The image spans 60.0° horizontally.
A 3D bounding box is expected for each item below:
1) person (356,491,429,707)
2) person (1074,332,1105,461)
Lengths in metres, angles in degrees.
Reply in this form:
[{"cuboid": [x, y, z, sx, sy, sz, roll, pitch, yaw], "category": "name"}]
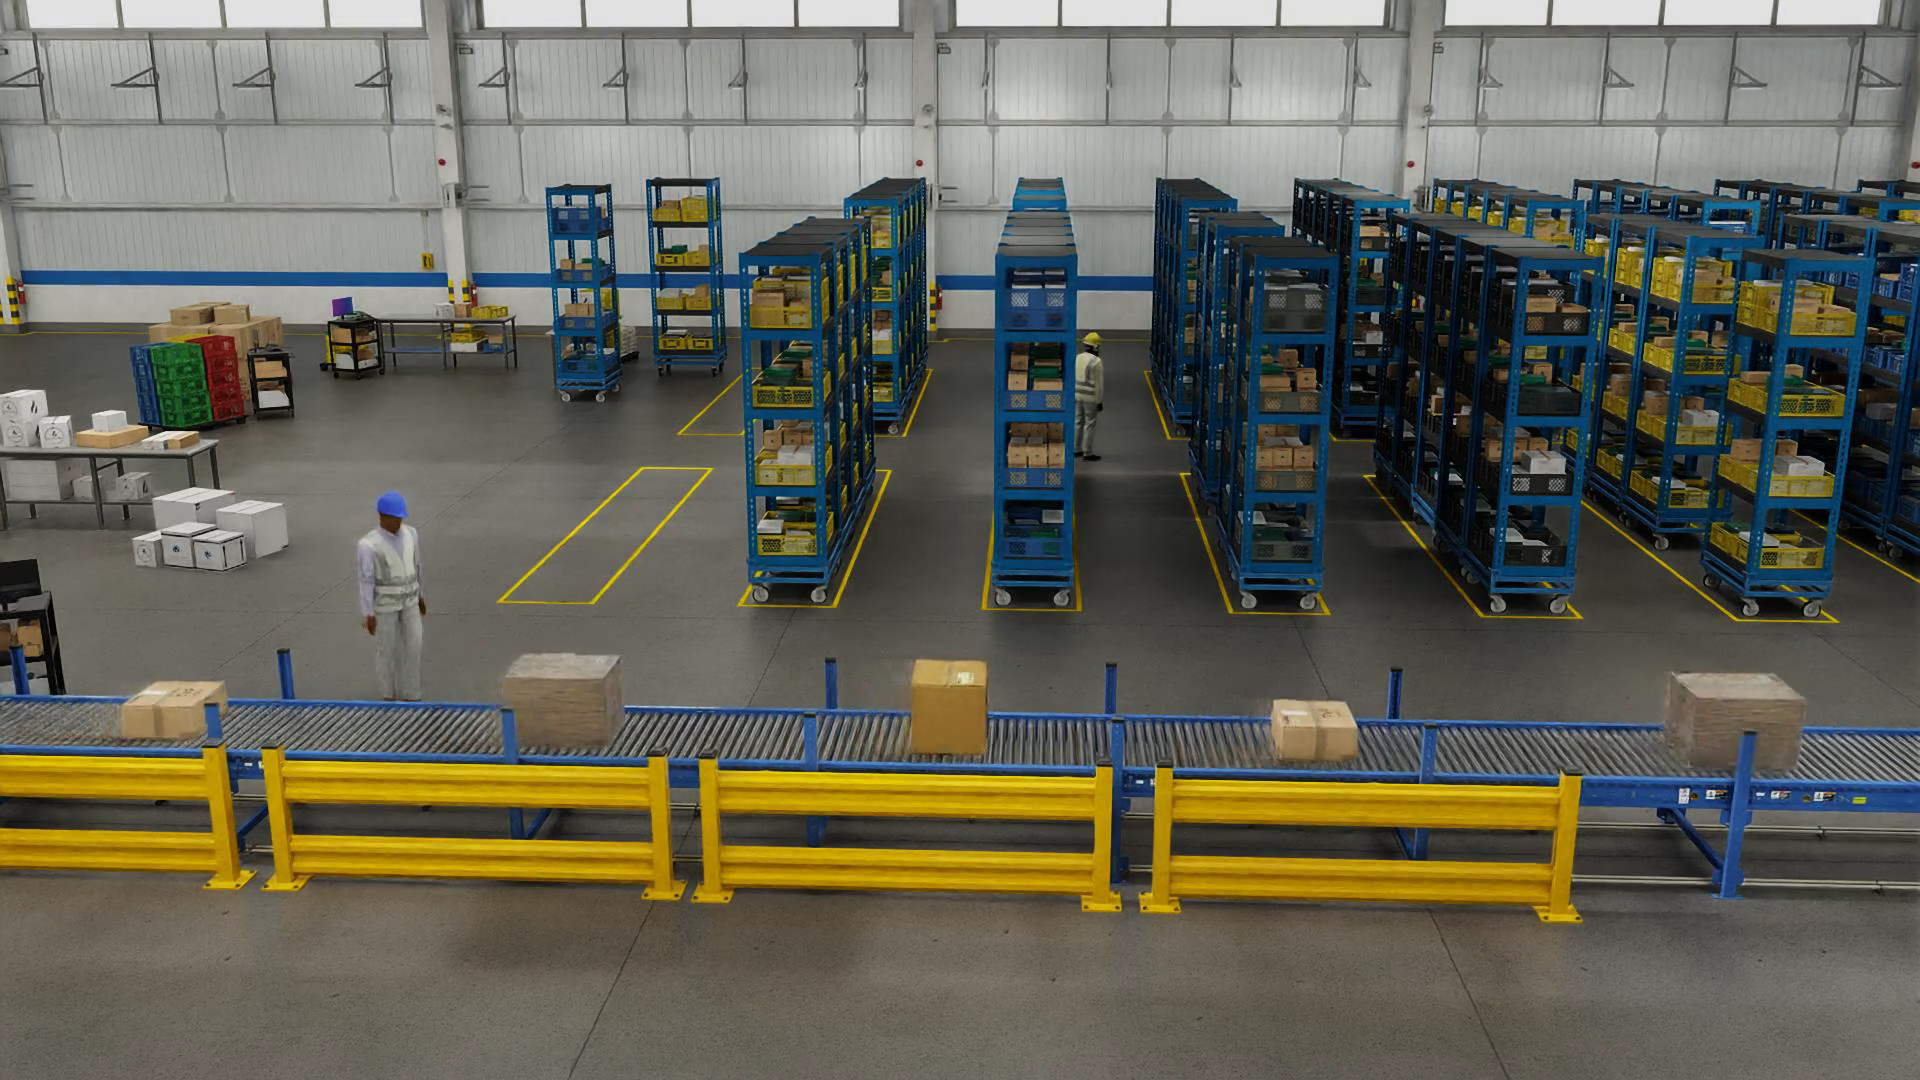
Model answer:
[{"cuboid": [-4.705, 0.537, 13.893, 0.494, 1.938, 0.650, 10, 18, 32], "category": "person"}, {"cuboid": [1.843, -2.041, 23.684, 0.415, 1.821, 0.609, -8, 17, -28], "category": "person"}]
